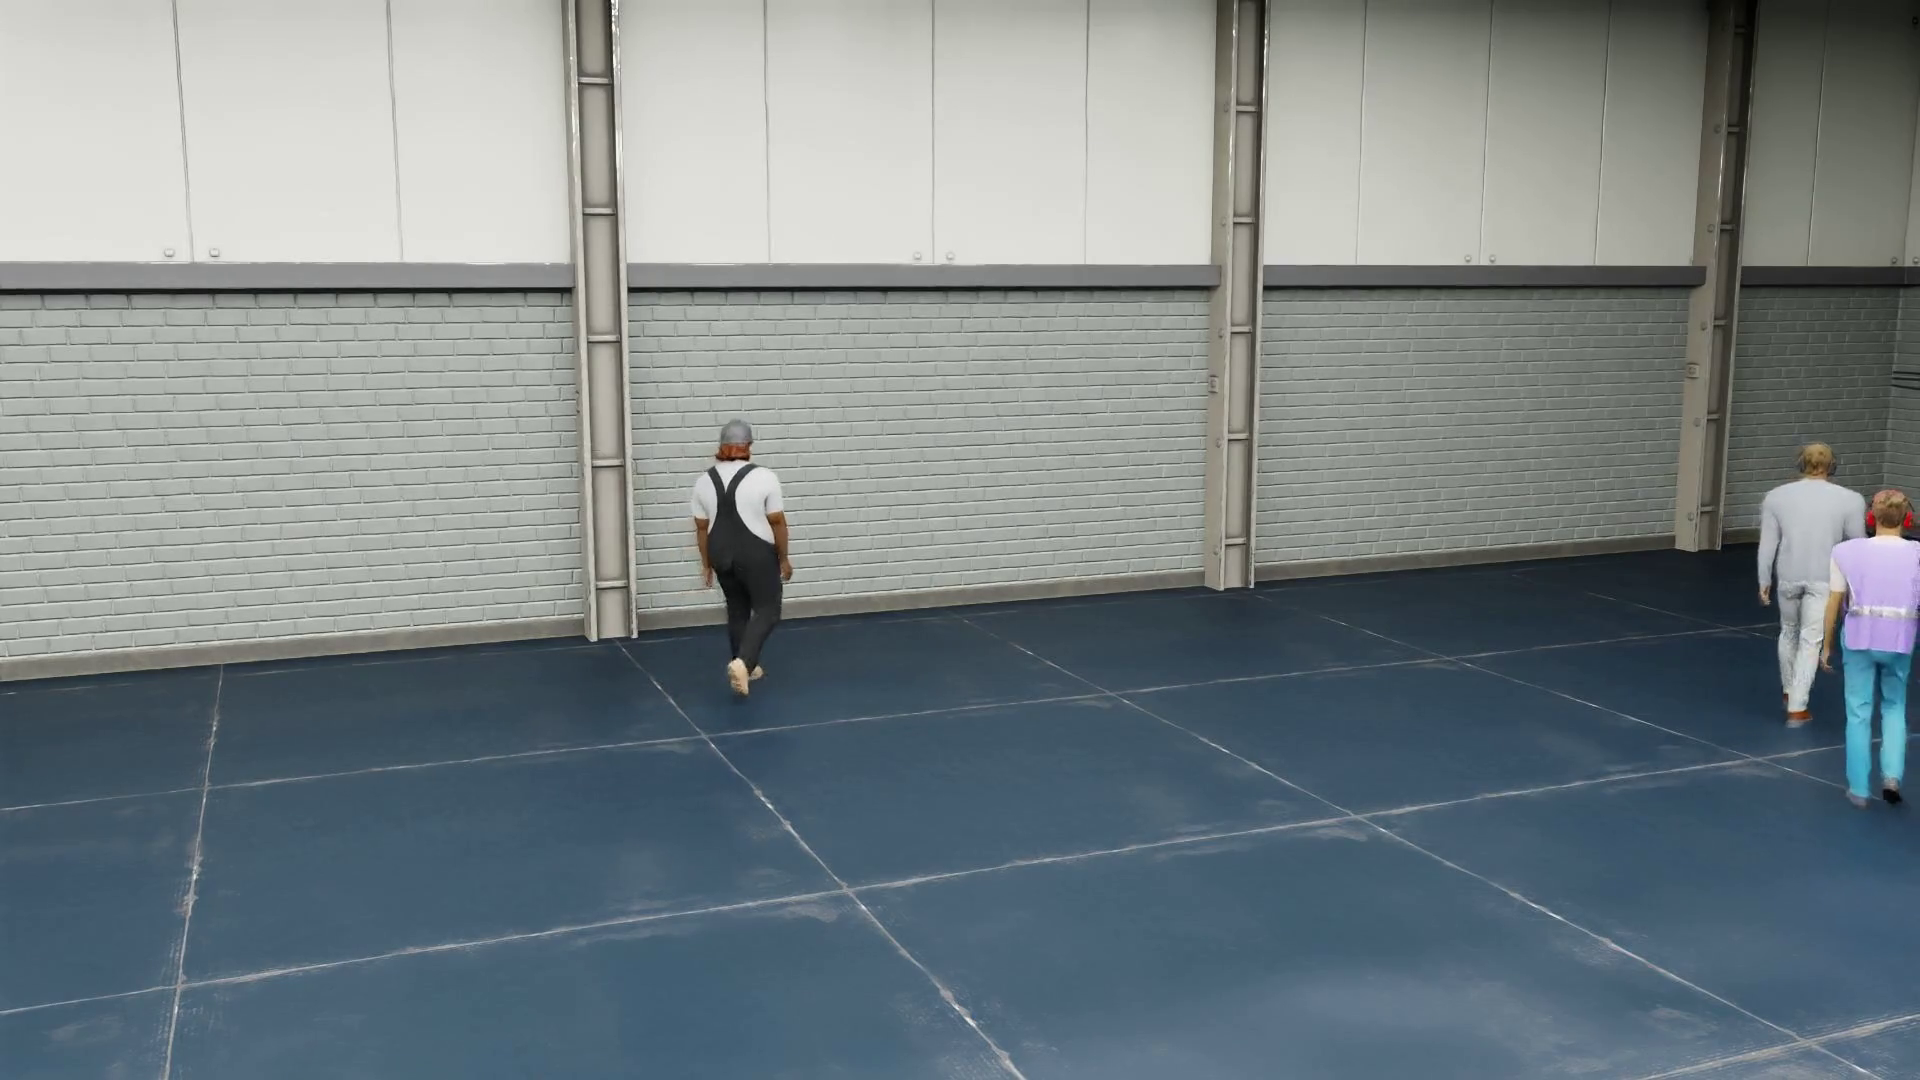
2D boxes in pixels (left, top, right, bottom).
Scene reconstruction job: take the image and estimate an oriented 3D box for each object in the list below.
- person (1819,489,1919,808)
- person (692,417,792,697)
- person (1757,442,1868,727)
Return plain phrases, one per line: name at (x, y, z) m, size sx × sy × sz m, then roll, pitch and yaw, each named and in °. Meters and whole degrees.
person at (5.221, 0.629, 9.461) m, size 0.568 × 1.825 × 0.454 m, roll 3°, pitch 10°, yaw 18°
person at (-1.584, 0.103, 12.069) m, size 0.697 × 2.000 × 0.821 m, roll 4°, pitch 10°, yaw 23°
person at (5.861, 0.283, 11.402) m, size 0.655 × 1.898 × 0.958 m, roll 8°, pitch 12°, yaw 43°
